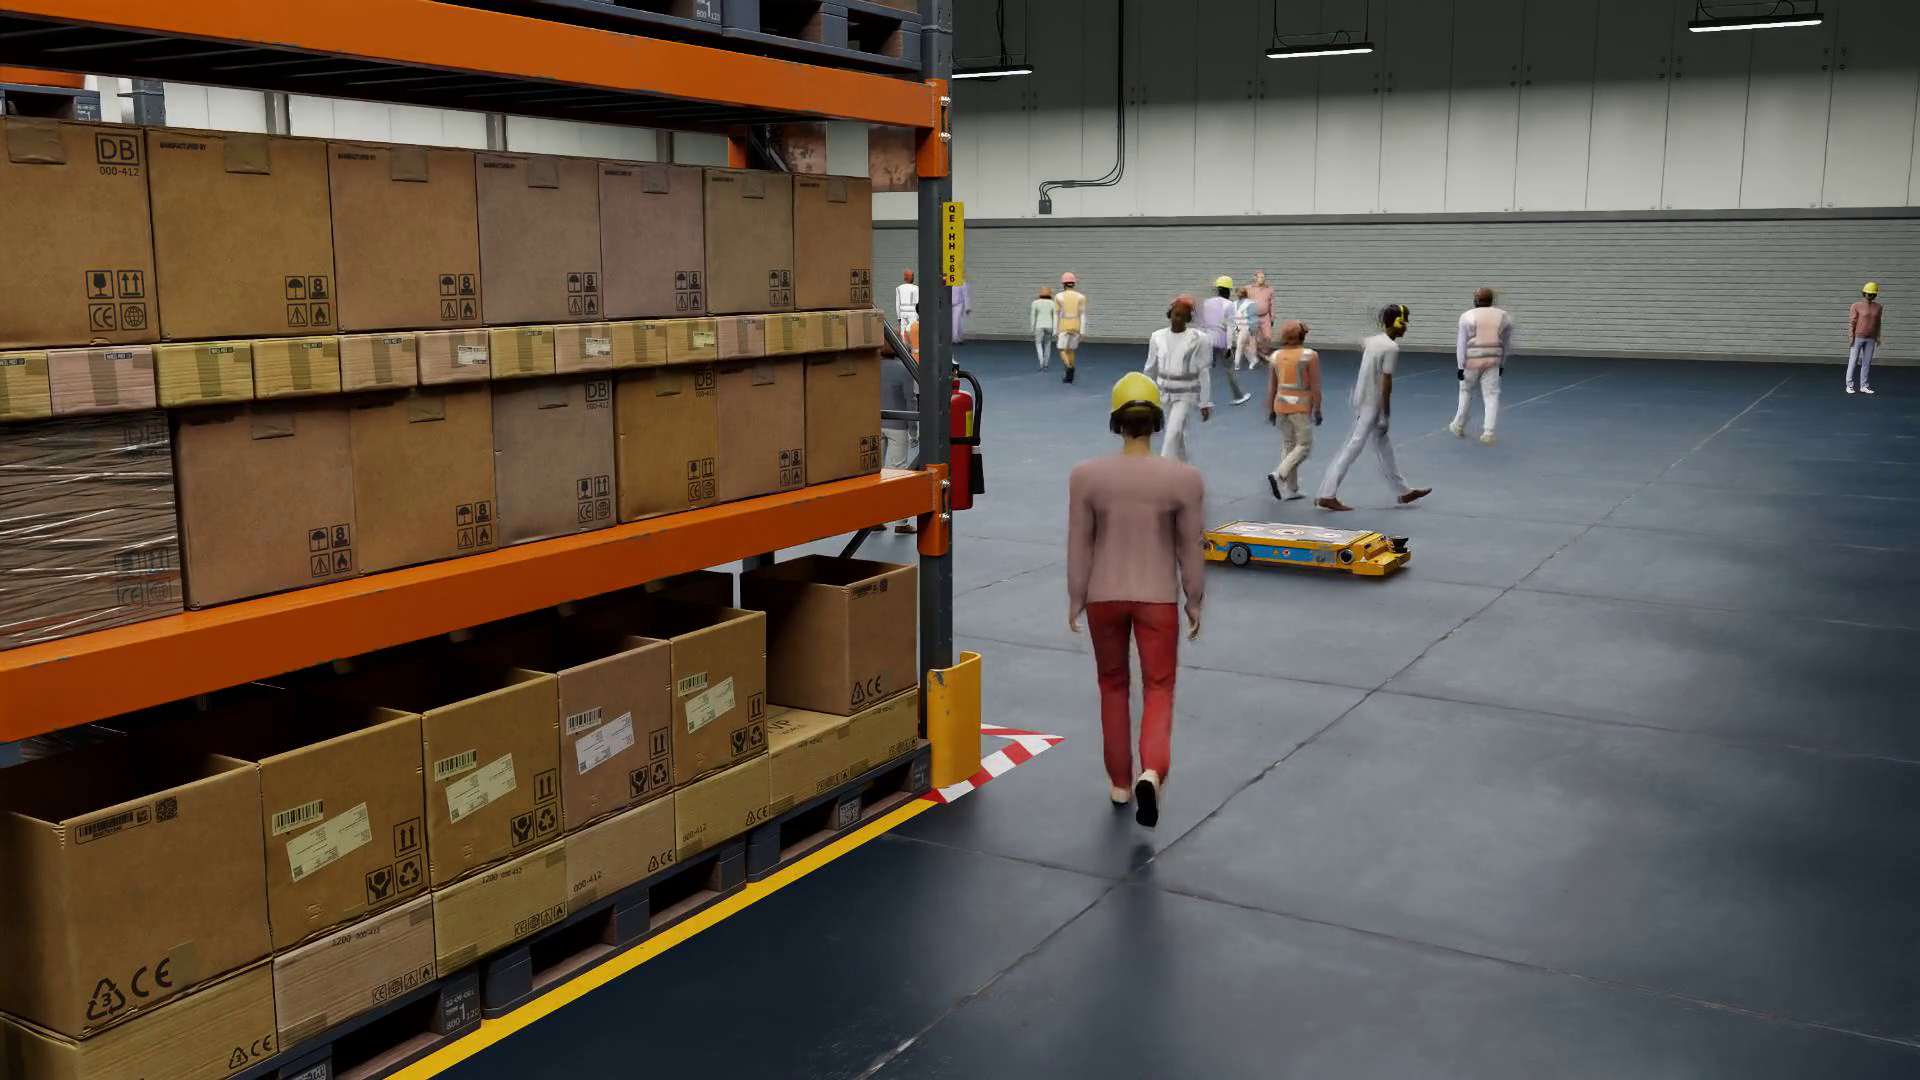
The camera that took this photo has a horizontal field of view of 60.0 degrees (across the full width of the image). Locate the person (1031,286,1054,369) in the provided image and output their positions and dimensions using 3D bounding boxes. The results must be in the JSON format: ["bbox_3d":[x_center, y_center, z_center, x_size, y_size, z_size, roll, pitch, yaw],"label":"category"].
[{"bbox_3d":[1.619,-4.052,31.782,0.510,1.615,0.619,-1,10,-4],"label":"person"}]

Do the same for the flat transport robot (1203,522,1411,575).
[{"bbox_3d":[2.392,0.041,11.772,1.431,0.197,0.652,6,11,30],"label":"flat transport robot"}]

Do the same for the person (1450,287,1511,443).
[{"bbox_3d":[6.138,-2.077,19.698,0.638,1.798,0.944,0,10,-1],"label":"person"}]

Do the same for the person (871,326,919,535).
[{"bbox_3d":[-0.544,-0.850,13.009,0.507,1.633,0.278,6,11,30],"label":"person"}]

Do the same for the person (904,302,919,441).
[{"bbox_3d":[-0.407,-1.985,19.470,0.540,1.696,0.316,6,11,30],"label":"person"}]

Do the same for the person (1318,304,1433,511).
[{"bbox_3d":[3.594,-1.132,14.290,1.121,1.762,0.533,-1,10,-7],"label":"person"}]

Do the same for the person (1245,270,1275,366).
[{"bbox_3d":[5.968,-4.436,33.220,0.671,1.901,0.464,-1,10,-4],"label":"person"}]

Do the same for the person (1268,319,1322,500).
[{"bbox_3d":[2.916,-1.136,14.704,0.579,1.619,0.532,-8,13,-40],"label":"person"}]

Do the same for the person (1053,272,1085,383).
[{"bbox_3d":[1.865,-3.598,28.296,0.543,1.917,0.692,-2,10,-11],"label":"person"}]

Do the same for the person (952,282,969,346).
[{"bbox_3d":[-0.174,-5.653,40.464,0.652,1.861,0.965,8,13,39],"label":"person"}]

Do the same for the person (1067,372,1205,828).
[{"bbox_3d":[0.663,0.232,6.367,0.532,1.738,0.652,2,10,9],"label":"person"}]

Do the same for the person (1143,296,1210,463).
[{"bbox_3d":[1.893,-1.252,14.813,0.631,1.823,1.004,8,13,40],"label":"person"}]

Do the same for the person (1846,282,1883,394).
[{"bbox_3d":[14.356,-3.199,26.383,0.522,1.765,0.317,-1,10,-4],"label":"person"}]

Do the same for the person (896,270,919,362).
[{"bbox_3d":[-1.041,-4.605,34.261,0.583,1.882,0.350,6,11,30],"label":"person"}]

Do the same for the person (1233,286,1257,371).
[{"bbox_3d":[5.423,-4.041,31.743,0.754,1.613,0.529,-6,12,-32],"label":"person"}]

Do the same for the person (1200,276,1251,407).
[{"bbox_3d":[3.822,-2.862,24.074,0.958,1.883,0.592,-9,13,-43],"label":"person"}]
